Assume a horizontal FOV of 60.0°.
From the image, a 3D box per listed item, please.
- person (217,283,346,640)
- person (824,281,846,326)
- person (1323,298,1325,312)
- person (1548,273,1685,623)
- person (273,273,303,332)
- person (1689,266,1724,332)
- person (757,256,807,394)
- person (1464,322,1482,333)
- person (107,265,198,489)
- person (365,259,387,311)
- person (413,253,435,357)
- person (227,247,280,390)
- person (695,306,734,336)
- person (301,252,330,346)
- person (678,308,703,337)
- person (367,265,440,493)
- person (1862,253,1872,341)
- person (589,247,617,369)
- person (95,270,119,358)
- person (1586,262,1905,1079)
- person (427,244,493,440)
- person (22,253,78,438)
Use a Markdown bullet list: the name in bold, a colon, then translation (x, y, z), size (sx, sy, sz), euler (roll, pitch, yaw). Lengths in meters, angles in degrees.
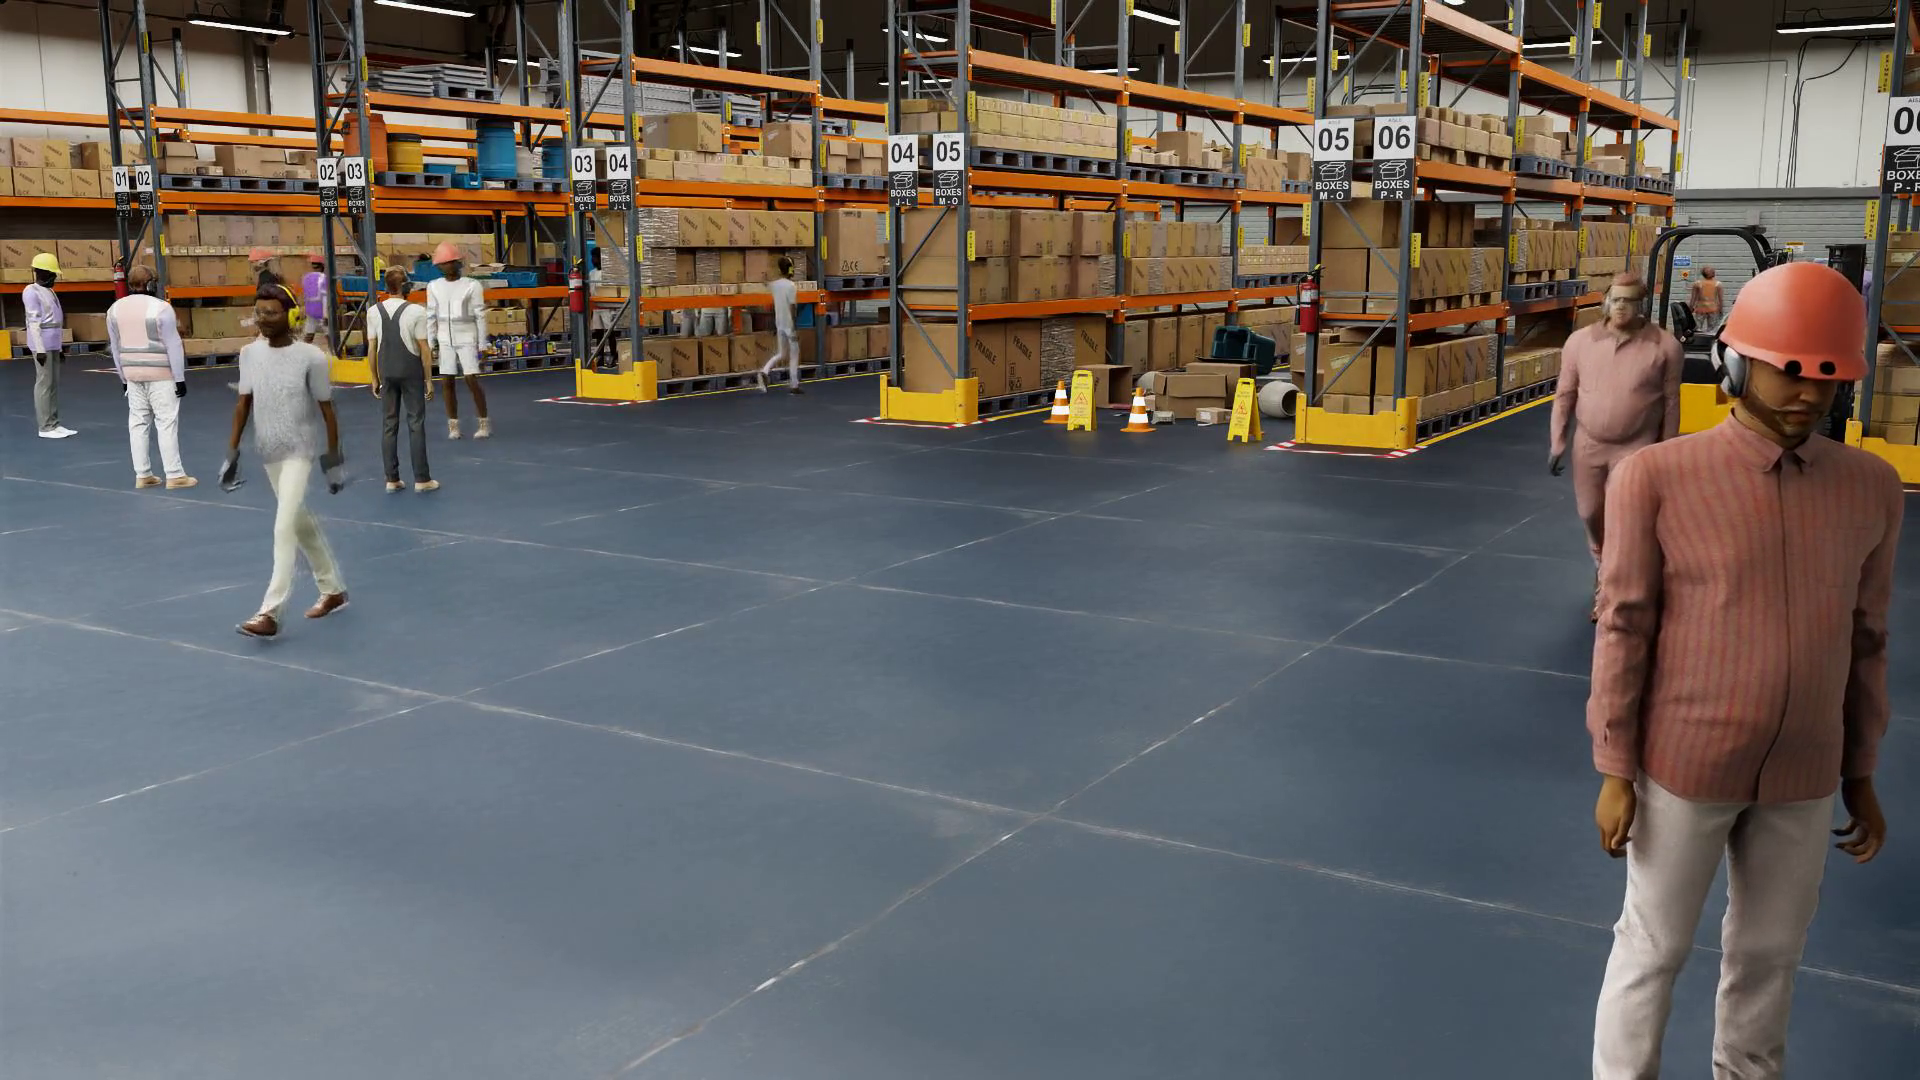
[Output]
- **person**: translation (-3.544, -0.420, 8.677), size (0.517, 1.818, 0.992), euler (3, 11, 18)
- **person**: translation (-2.177, -3.839, 27.983), size (0.526, 1.761, 0.337), euler (4, 11, 23)
- **person**: translation (7.093, -4.666, 32.994), size (0.511, 1.617, 0.587), euler (7, 13, 36)
- **person**: translation (3.617, -0.537, 9.185), size (0.644, 1.876, 0.936), euler (6, 12, 32)
- **person**: translation (-10.184, -3.204, 24.923), size (0.494, 1.581, 0.905), euler (8, 13, 38)
- **person**: translation (13.263, -4.050, 29.526), size (0.600, 1.621, 0.362), euler (3, 11, 18)
- **person**: translation (-2.377, -2.843, 22.144), size (0.504, 1.857, 0.706), euler (9, 14, 42)
- **person**: translation (9.291, -4.307, 30.180), size (0.565, 1.913, 0.578), euler (-2, 10, -12)
- **person**: translation (-6.665, -1.337, 13.735), size (0.627, 1.844, 0.429), euler (2, 10, 12)
- **person**: translation (-9.058, -3.492, 26.017), size (0.523, 1.769, 0.315), euler (5, 11, 26)
- **person**: translation (-9.247, -4.077, 29.082), size (0.549, 1.841, 0.782), euler (5, 11, 28)
- **person**: translation (-9.345, -2.897, 22.144), size (0.962, 1.951, 0.652), euler (-4, 11, -20)
- **person**: translation (-3.734, -3.440, 25.282), size (0.627, 1.931, 0.376), euler (1, 10, 5)
- **person**: translation (-10.109, -3.580, 26.224), size (0.552, 1.875, 1.029), euler (3, 11, 17)
- **person**: translation (-4.170, -3.524, 26.069), size (0.594, 1.818, 0.422), euler (5, 11, 25)
- **person**: translation (-4.536, -1.299, 13.521), size (0.514, 1.842, 0.324), euler (1, 10, 5)
- **person**: translation (13.084, -3.260, 24.328), size (0.409, 1.907, 0.651), euler (-8, 13, -39)
- **person**: translation (-5.749, -3.725, 26.773), size (0.607, 1.962, 0.373), euler (7, 12, 36)
- **person**: translation (-14.744, -3.977, 29.209), size (0.856, 1.581, 0.528), euler (-8, 13, -37)
- **person**: translation (1.554, 0.452, 3.310), size (0.608, 1.987, 0.388), euler (-1, 10, -5)
- **person**: translation (-5.191, -2.025, 17.138), size (0.620, 2.002, 0.462), euler (2, 10, 10)
- **person**: translation (-9.506, -2.023, 17.354), size (0.379, 1.921, 0.586), euler (-2, 10, -10)
